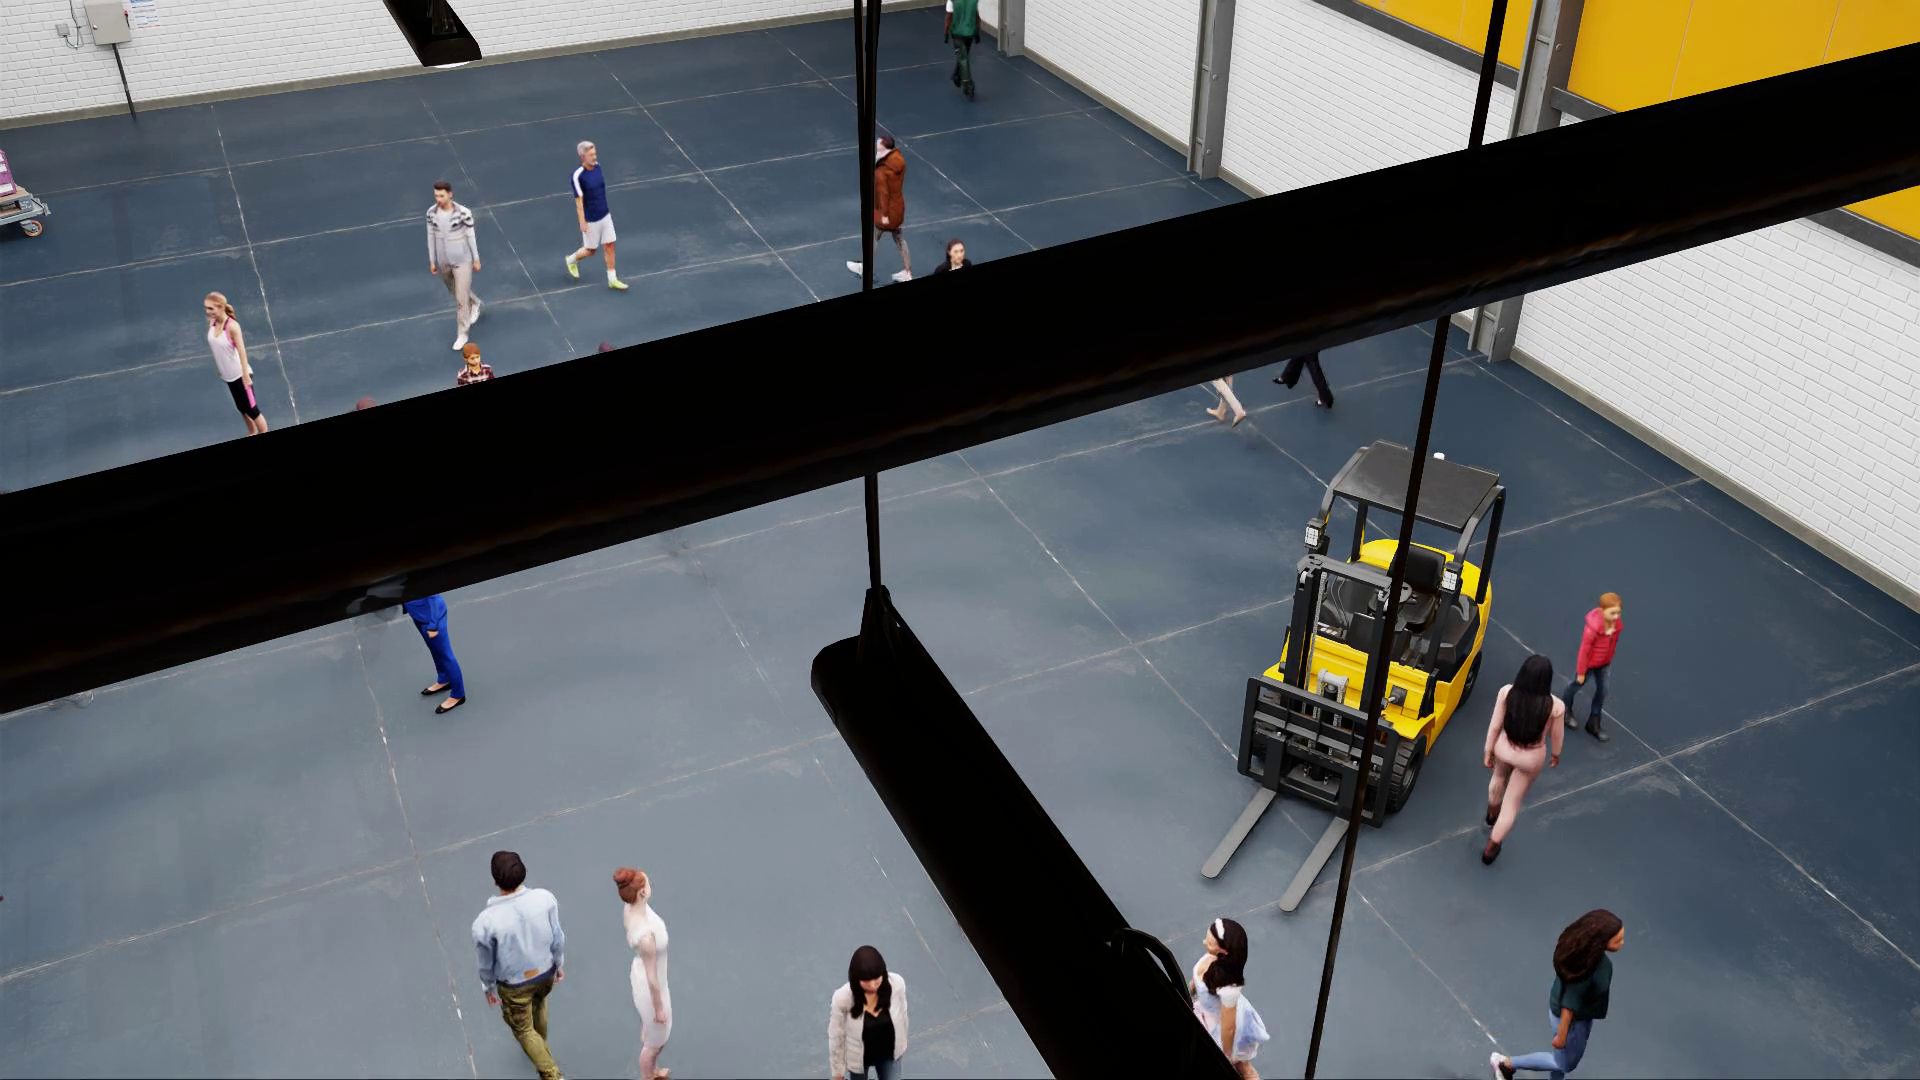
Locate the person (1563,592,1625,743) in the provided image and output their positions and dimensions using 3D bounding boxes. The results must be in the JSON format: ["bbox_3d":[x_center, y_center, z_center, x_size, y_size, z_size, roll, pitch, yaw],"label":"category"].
[{"bbox_3d":[4.861,0.914,12.890,0.571,1.302,0.715,-10,35,-15],"label":"person"}]

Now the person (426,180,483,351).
[{"bbox_3d":[-5.597,-3.154,18.523,1.137,1.840,1.281,7,34,10],"label":"person"}]

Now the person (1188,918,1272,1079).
[{"bbox_3d":[1.566,2.845,9.568,1.130,1.763,1.225,4,34,5],"label":"person"}]

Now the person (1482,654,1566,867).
[{"bbox_3d":[3.849,1.571,11.548,0.954,1.693,0.949,21,39,29],"label":"person"}]

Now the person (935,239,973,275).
[{"bbox_3d":[-0.100,-2.454,17.664,0.631,1.627,1.005,-13,36,-18],"label":"person"}]

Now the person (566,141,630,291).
[{"bbox_3d":[-4.359,-3.813,19.537,1.168,1.816,1.027,17,37,23],"label":"person"}]

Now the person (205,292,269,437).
[{"bbox_3d":[-7.058,-1.625,16.271,0.611,1.788,0.736,22,40,30],"label":"person"}]

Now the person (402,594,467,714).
[{"bbox_3d":[-4.155,0.571,13.045,0.713,1.701,0.546,-22,39,-29],"label":"person"}]

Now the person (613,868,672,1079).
[{"bbox_3d":[-1.852,2.678,9.816,0.781,1.767,0.511,-4,34,-6],"label":"person"}]

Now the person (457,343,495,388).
[{"bbox_3d":[-4.708,-1.340,16.279,0.537,1.304,0.528,-18,38,-25],"label":"person"}]

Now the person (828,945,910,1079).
[{"bbox_3d":[-0.541,2.889,9.652,0.739,1.597,1.060,-10,35,-15],"label":"person"}]

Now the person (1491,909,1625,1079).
[{"bbox_3d":[3.538,2.764,9.835,0.927,1.602,0.846,15,36,21],"label":"person"}]

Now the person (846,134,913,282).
[{"bbox_3d":[-0.762,-3.858,19.618,1.187,1.801,1.079,16,37,22],"label":"person"}]

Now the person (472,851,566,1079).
[{"bbox_3d":[-2.541,2.627,9.875,0.841,1.786,1.143,-24,40,-31],"label":"person"}]

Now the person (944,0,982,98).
[{"bbox_3d":[0.068,-7.632,25.305,0.723,1.792,1.174,-12,36,-18],"label":"person"}]
